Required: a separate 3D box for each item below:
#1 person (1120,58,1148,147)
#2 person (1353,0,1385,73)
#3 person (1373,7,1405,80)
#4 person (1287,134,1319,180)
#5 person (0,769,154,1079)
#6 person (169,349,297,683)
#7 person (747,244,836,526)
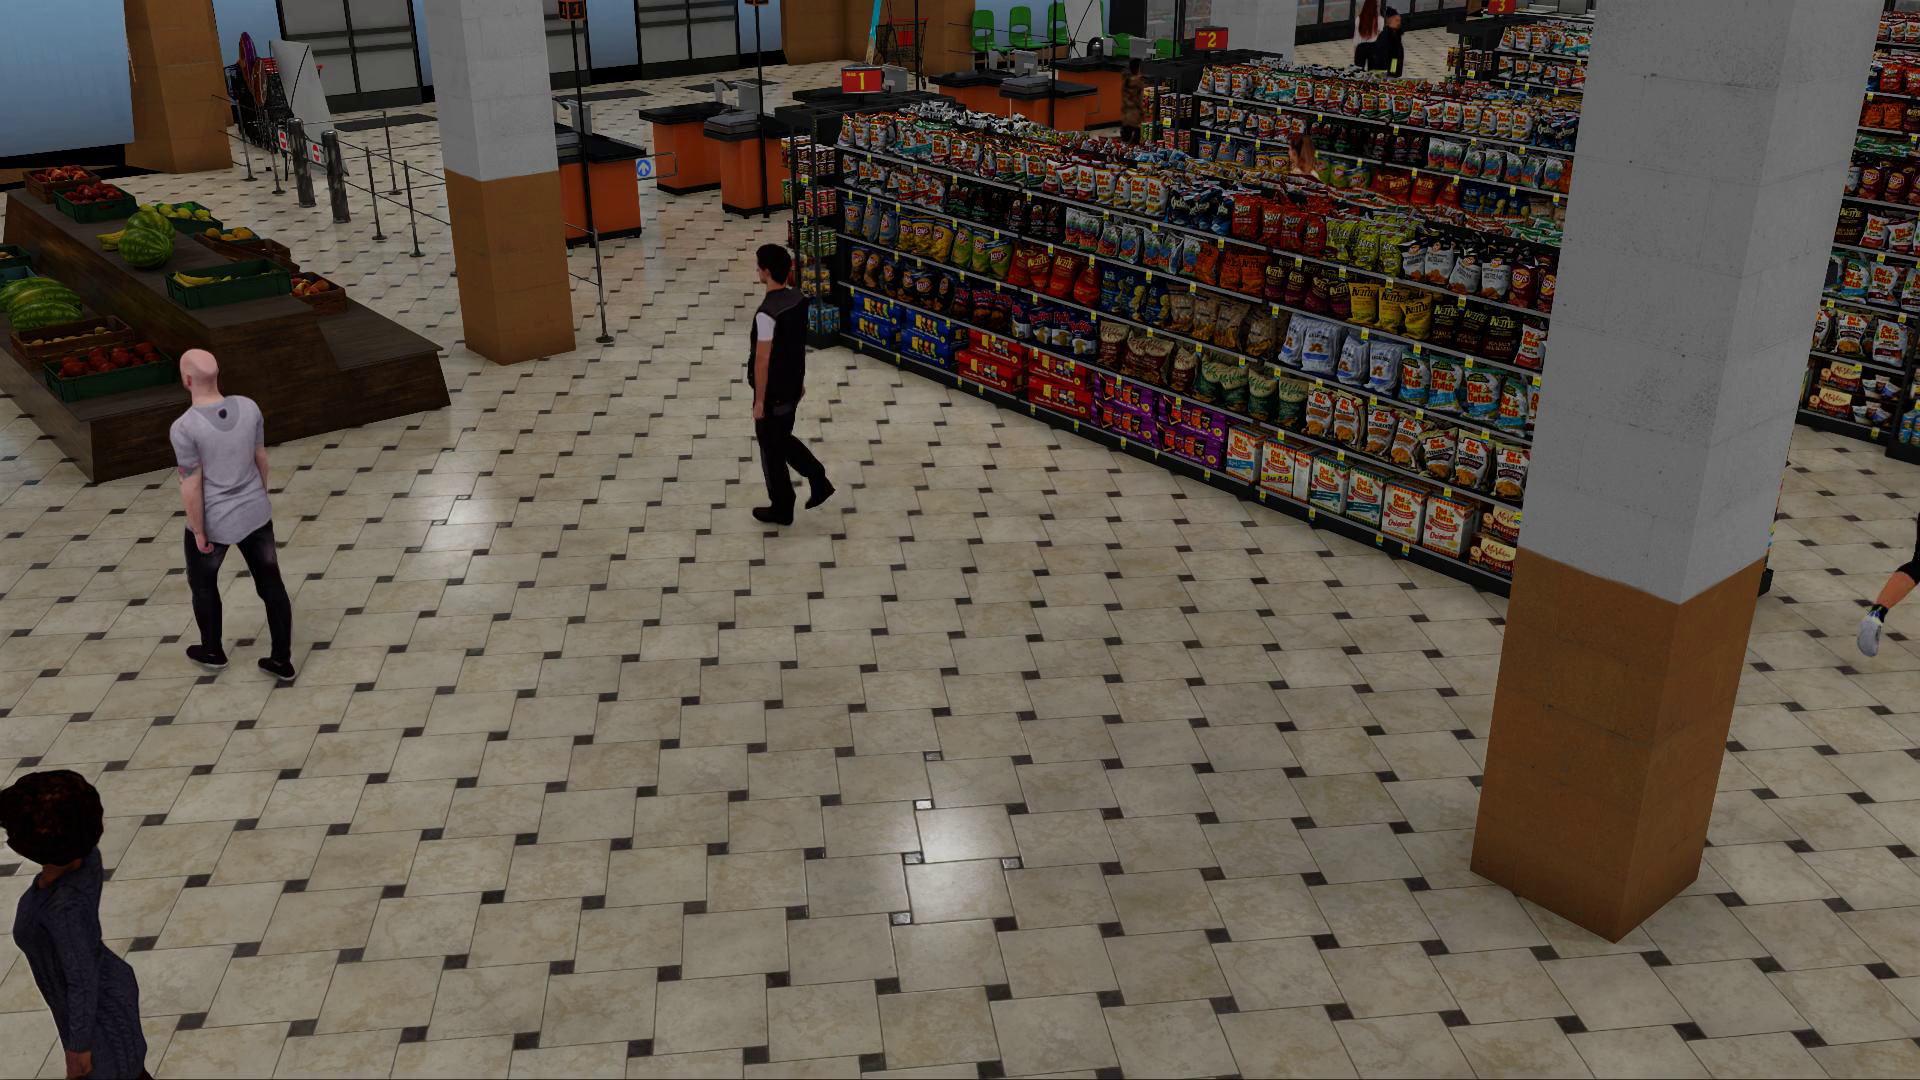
[{"bbox_3d":[2.155,-5.344,21.087,0.874,1.437,0.768,16,28,33],"label":"person"},{"bbox_3d":[6.201,-7.381,25.343,0.633,1.759,0.724,5,24,12],"label":"person"},{"bbox_3d":[5.821,-6.387,22.952,0.764,1.853,0.817,20,31,39],"label":"person"},{"bbox_3d":[3.010,-2.698,14.708,0.596,1.703,0.909,-19,30,-37],"label":"person"},{"bbox_3d":[-2.682,1.470,5.176,0.698,1.710,0.556,-9,25,-20],"label":"person"},{"bbox_3d":[-3.710,-0.085,8.597,0.922,1.816,0.747,20,30,37],"label":"person"},{"bbox_3d":[-1.064,-0.941,10.527,0.917,1.838,0.832,9,25,20],"label":"person"}]
